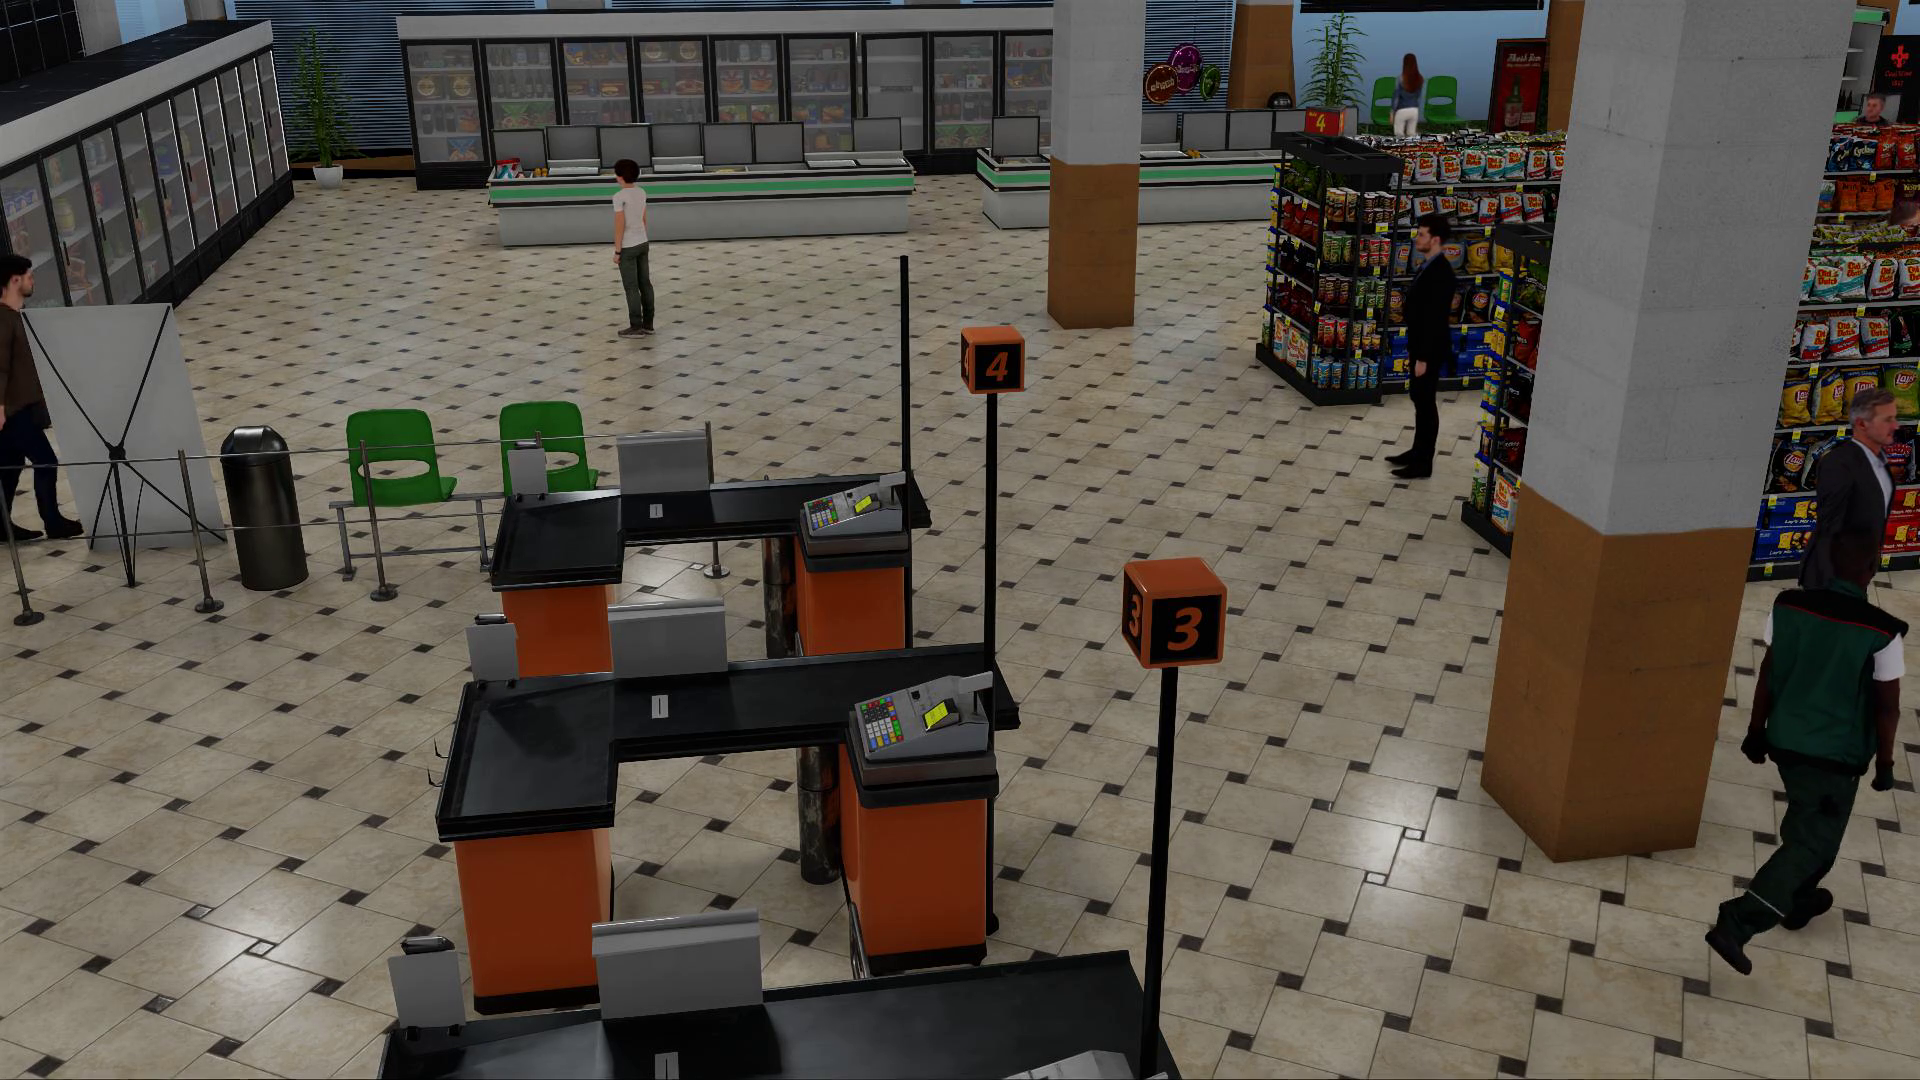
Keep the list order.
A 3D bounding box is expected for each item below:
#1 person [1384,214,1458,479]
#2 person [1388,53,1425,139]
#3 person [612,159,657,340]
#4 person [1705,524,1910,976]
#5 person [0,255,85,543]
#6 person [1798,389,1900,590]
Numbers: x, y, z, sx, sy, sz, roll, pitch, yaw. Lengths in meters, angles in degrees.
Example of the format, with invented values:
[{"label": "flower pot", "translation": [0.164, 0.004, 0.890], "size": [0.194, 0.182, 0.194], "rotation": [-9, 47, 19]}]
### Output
[{"label": "person", "translation": [3.339, -1.379, 11.836], "size": [0.740, 1.886, 0.777], "rotation": [3, 22, 7]}, {"label": "person", "translation": [6.402, -6.083, 23.791], "size": [0.469, 1.702, 0.681], "rotation": [-6, 23, -13]}, {"label": "person", "translation": [-3.042, -2.713, 15.471], "size": [0.705, 1.652, 0.655], "rotation": [13, 25, 29]}, {"label": "person", "translation": [3.260, 0.845, 6.405], "size": [1.254, 1.808, 0.940], "rotation": [-11, 25, -26]}, {"label": "person", "translation": [-6.084, -0.830, 10.545], "size": [0.906, 1.831, 0.769], "rotation": [-5, 22, -12]}, {"label": "person", "translation": [4.308, 0.132, 8.134], "size": [0.865, 1.842, 0.765], "rotation": [20, 29, 40]}]
